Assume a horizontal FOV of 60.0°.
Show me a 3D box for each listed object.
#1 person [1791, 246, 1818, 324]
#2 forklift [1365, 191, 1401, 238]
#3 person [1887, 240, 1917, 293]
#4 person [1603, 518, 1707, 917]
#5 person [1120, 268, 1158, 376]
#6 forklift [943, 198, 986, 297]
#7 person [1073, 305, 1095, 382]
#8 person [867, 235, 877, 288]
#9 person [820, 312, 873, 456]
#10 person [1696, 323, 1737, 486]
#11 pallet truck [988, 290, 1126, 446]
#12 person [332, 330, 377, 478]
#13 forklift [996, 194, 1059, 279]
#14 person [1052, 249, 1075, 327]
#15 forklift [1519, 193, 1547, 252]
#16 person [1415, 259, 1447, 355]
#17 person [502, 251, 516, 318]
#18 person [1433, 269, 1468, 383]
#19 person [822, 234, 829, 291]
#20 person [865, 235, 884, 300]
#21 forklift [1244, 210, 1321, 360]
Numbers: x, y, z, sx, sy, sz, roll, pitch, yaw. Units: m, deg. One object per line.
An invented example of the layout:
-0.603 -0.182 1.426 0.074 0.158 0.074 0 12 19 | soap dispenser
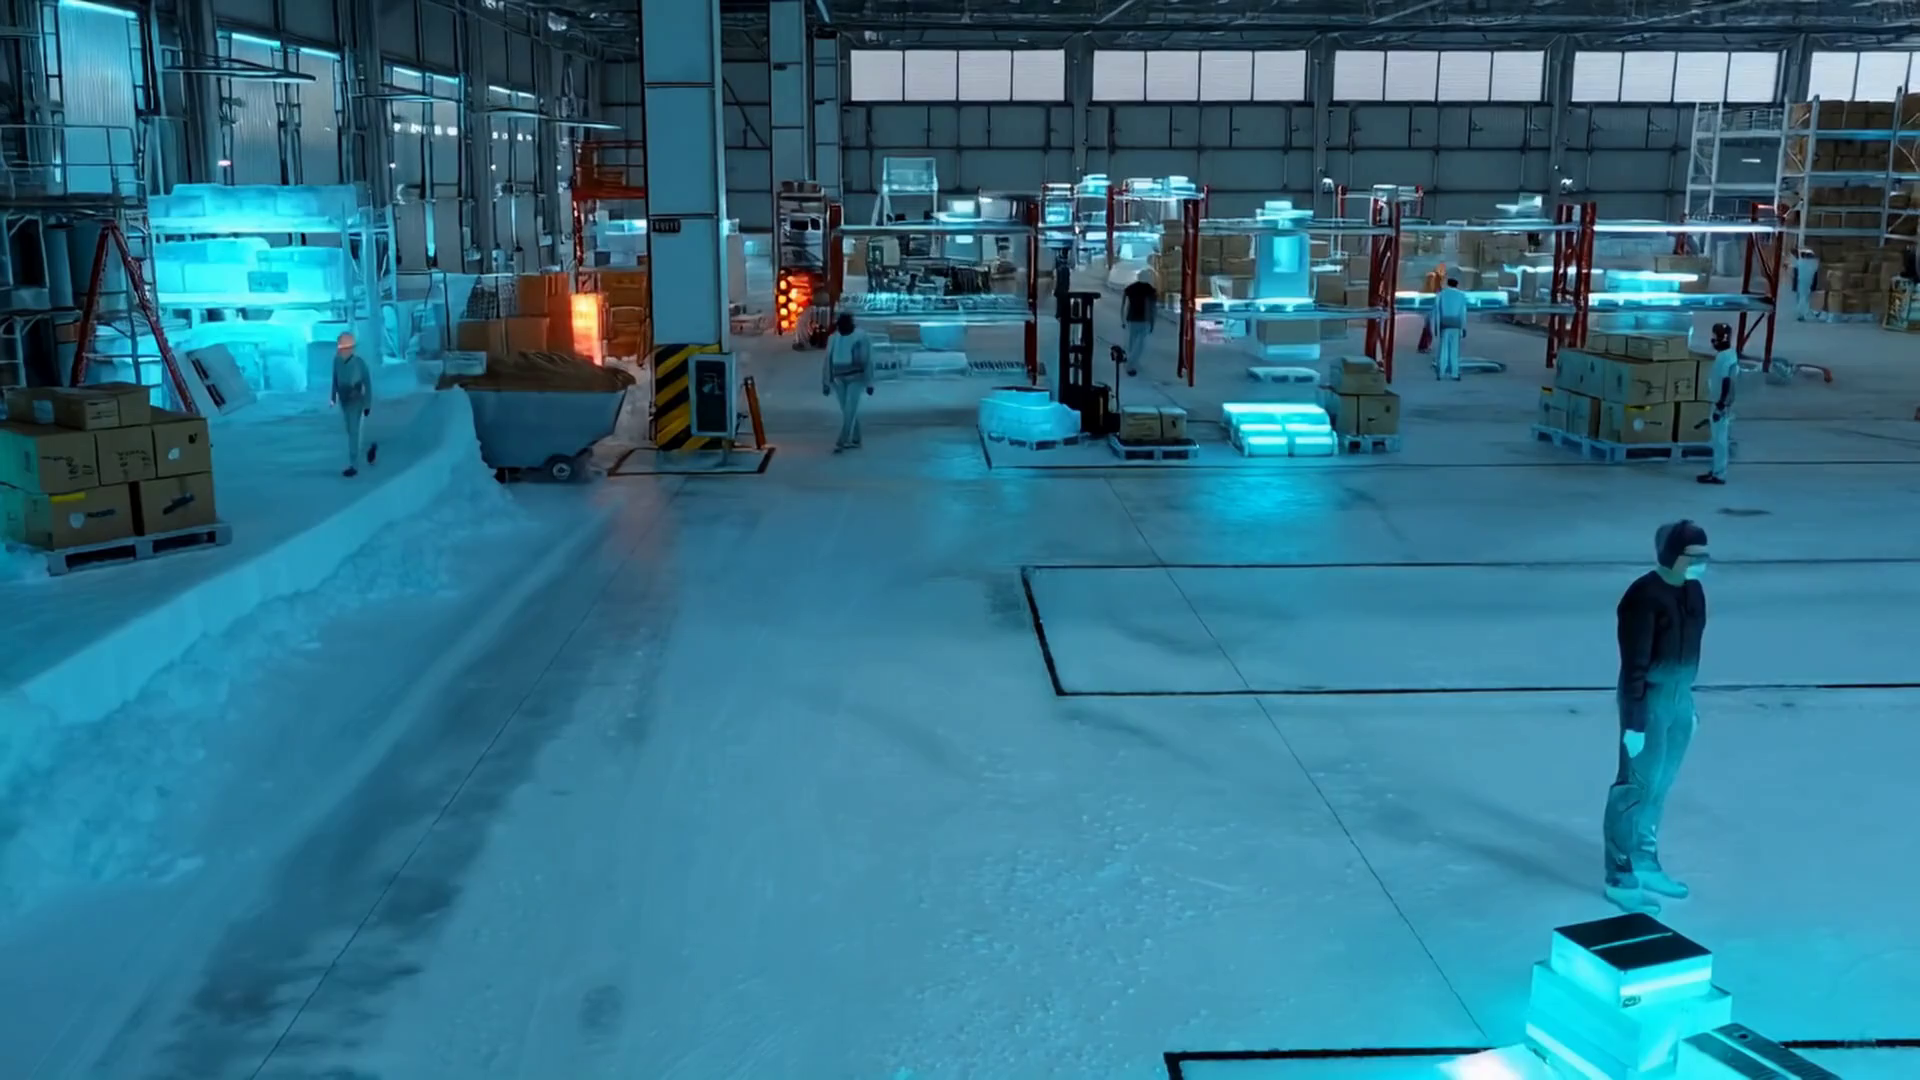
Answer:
19.980 -6.021 39.302 0.542 1.825 0.918 4 13 16 | person
16.274 -11.746 62.752 1.873 2.768 1.129 0 12 -2 | forklift
27.746 -7.963 48.623 0.902 1.582 0.516 2 13 9 | person
3.394 0.840 8.076 0.628 1.939 0.373 -11 17 -41 | person
3.182 -3.829 29.243 0.660 1.898 0.660 10 16 38 | person
0.117 -8.286 47.131 1.129 2.768 1.873 -1 13 -6 | forklift
1.794 -2.576 24.067 0.322 1.691 0.533 -1 12 -2 | person
-2.705 -8.710 51.328 0.338 1.877 0.573 -2 13 -11 | person
-1.491 -1.985 21.148 0.660 1.793 0.947 7 14 28 | person
8.690 -1.549 19.051 0.328 1.861 0.503 3 13 14 | person
1.257 -2.299 22.111 1.885 1.965 0.823 -9 15 -35 | pallet truck
-7.172 -1.636 19.716 0.495 1.722 0.643 5 14 23 | person
2.299 -10.218 55.856 1.873 2.768 1.129 -7 14 -28 | forklift
2.409 -5.912 38.890 0.519 1.812 0.933 0 12 0 | person
19.679 -10.577 57.476 1.873 2.768 1.129 -4 13 -18 | forklift
9.252 -4.582 32.691 0.534 1.875 0.611 5 14 22 | person
-11.049 -6.252 40.796 0.313 1.634 0.515 -9 15 -35 | person
8.345 -3.640 28.320 0.592 1.930 0.356 9 15 35 | person
-3.515 -7.250 44.605 0.368 1.933 0.552 -7 14 -27 | person
-2.347 -7.359 45.101 0.552 1.932 0.377 6 14 25 | person
6.241 -4.919 31.932 1.129 2.768 1.873 0 12 -2 | forklift
